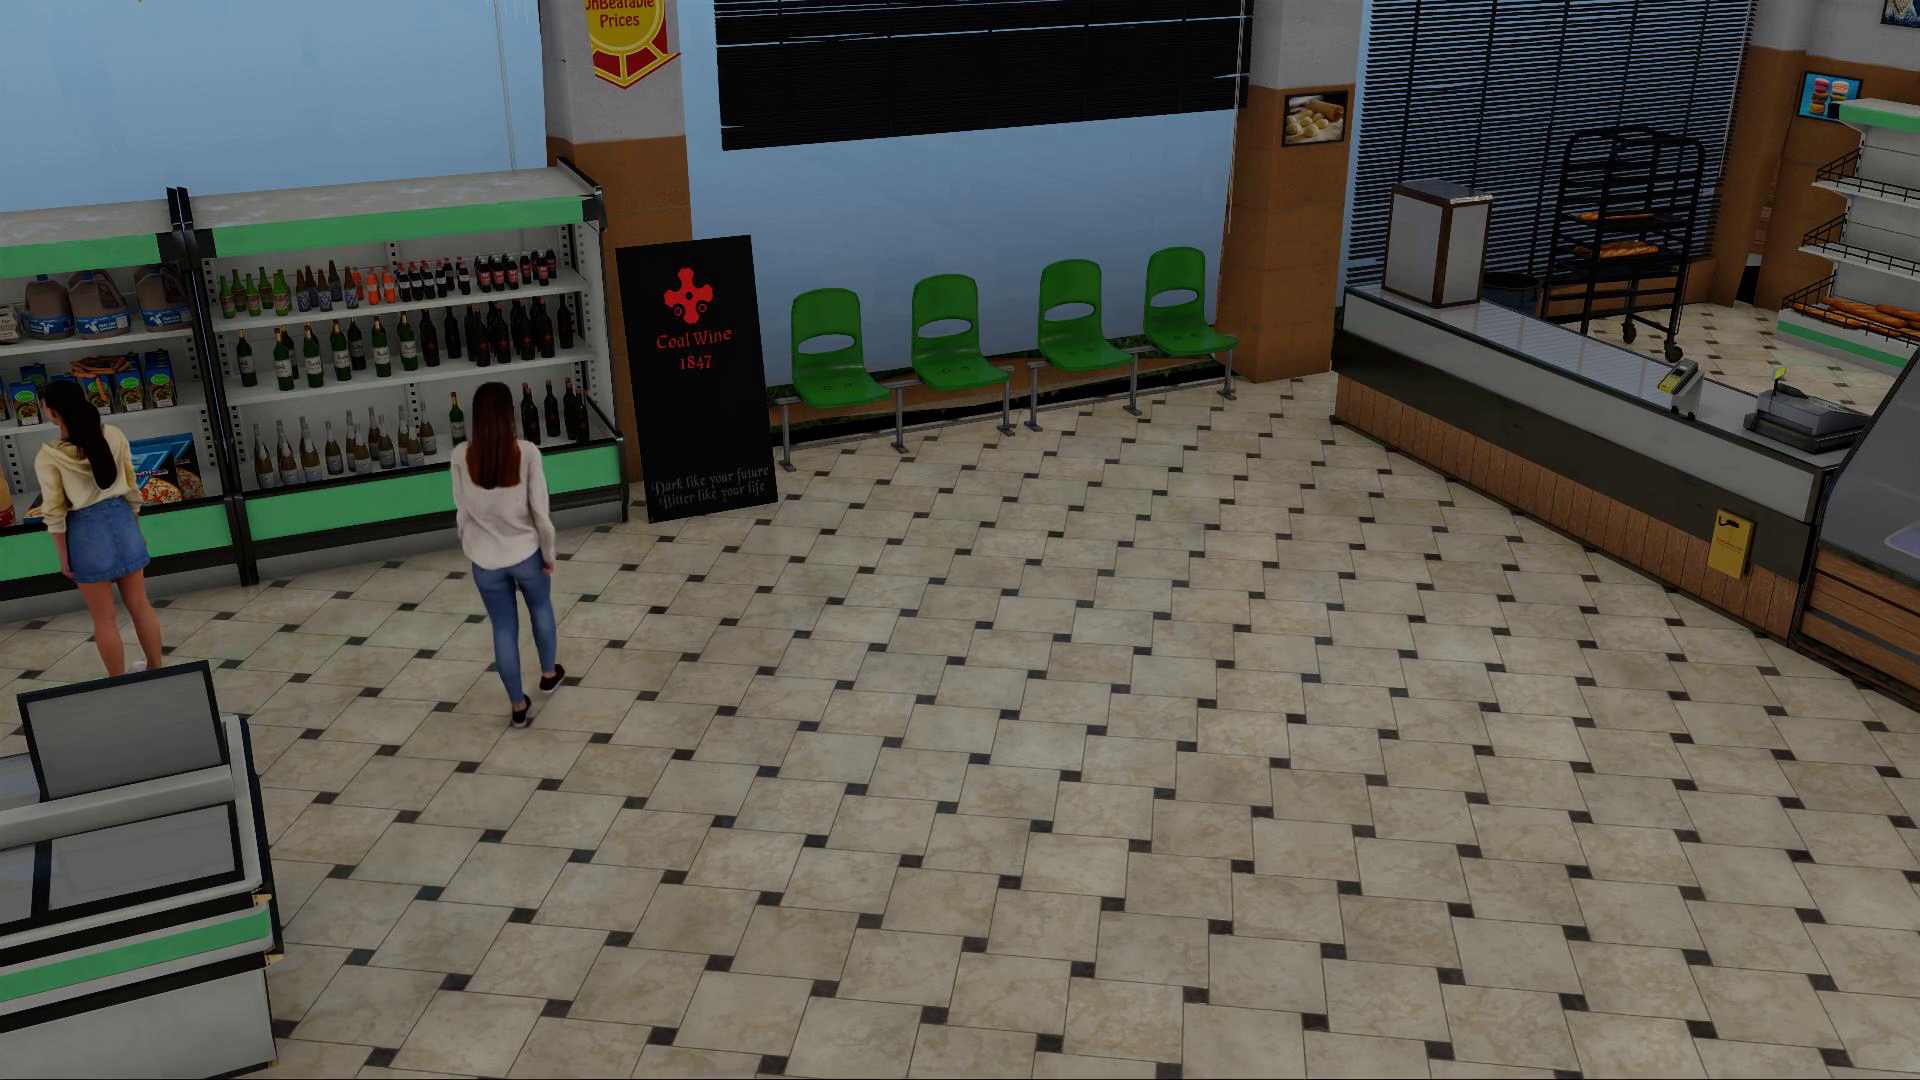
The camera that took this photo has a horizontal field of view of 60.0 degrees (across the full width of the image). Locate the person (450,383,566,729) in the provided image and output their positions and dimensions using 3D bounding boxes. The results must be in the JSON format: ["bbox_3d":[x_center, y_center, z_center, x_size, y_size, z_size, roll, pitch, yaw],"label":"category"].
[{"bbox_3d":[-2.127,0.110,7.783,0.753,1.676,0.783,-4,24,-9],"label":"person"}]

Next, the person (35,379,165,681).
[{"bbox_3d":[-4.170,-0.001,8.095,0.767,1.629,0.642,17,29,34],"label":"person"}]
